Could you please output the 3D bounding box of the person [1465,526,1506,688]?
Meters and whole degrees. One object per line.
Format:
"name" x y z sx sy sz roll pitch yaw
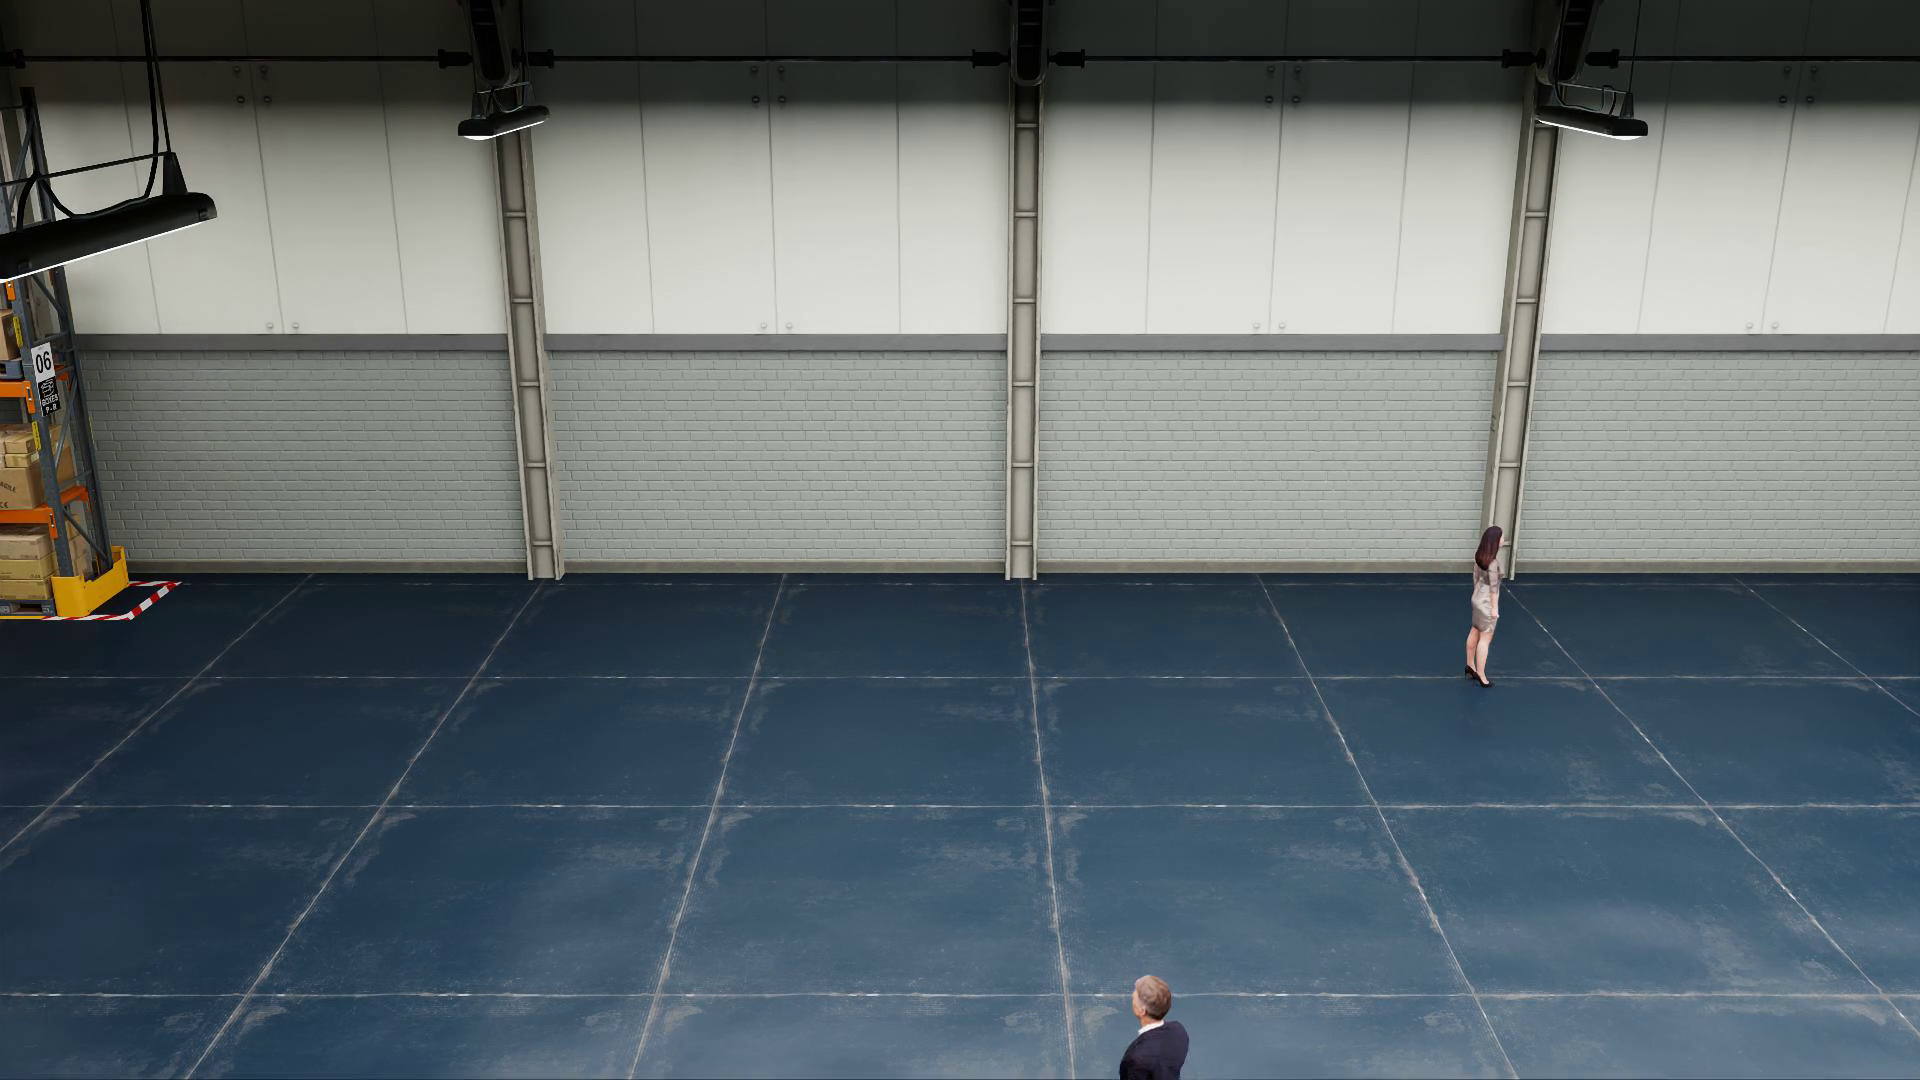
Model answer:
"person" 5.526 0.684 17.501 0.547 1.746 0.626 -3 18 -8

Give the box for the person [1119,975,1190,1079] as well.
"person" 1.140 3.323 9.358 1.189 1.769 1.246 -17 25 -42
